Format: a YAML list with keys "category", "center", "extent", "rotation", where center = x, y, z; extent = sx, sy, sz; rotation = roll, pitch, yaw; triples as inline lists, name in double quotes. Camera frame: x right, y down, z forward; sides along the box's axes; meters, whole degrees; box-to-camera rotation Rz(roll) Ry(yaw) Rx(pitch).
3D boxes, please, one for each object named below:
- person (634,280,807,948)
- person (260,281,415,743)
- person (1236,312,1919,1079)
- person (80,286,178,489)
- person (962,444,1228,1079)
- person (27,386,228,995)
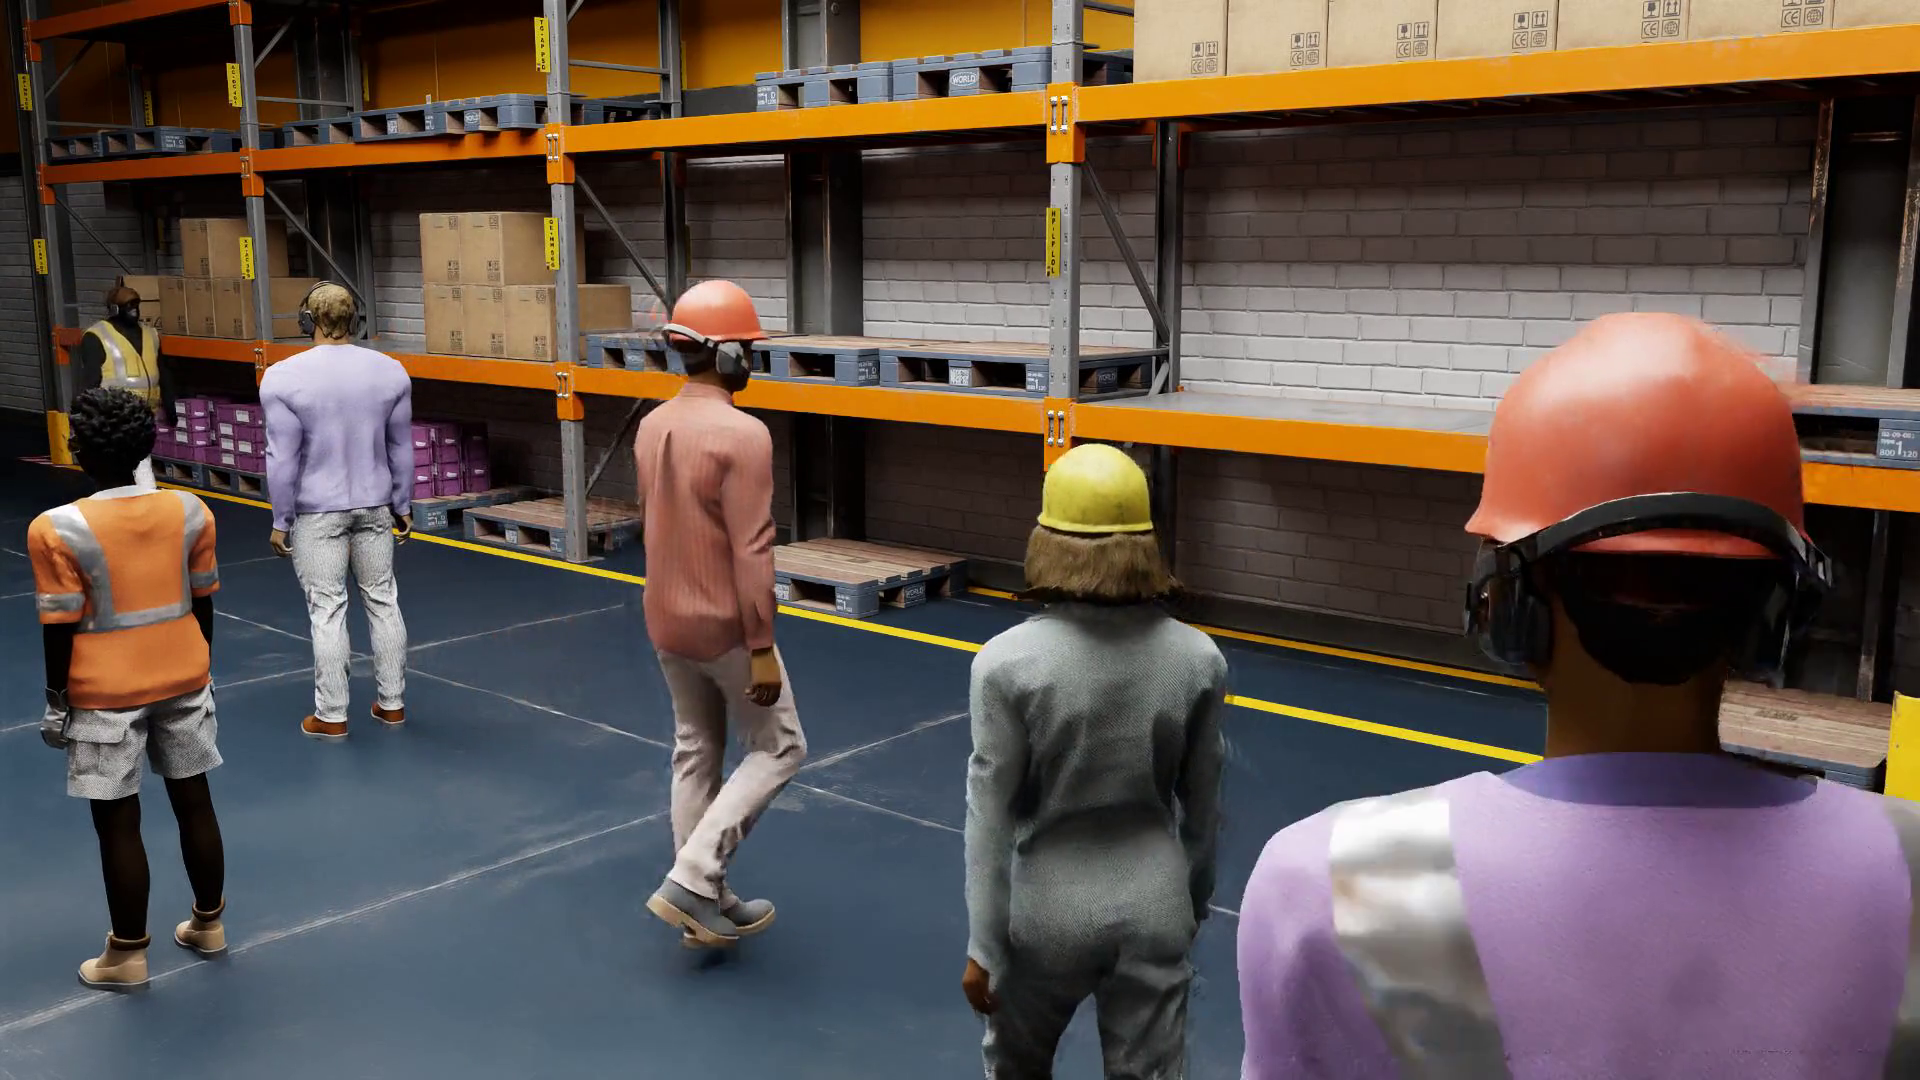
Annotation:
- category: "person"
  center: [-0.707, 0.244, 4.849]
  extent: [0.430, 1.981, 0.643]
  rotation: [-9, 14, -42]
- category: "person"
  center: [-2.608, -0.116, 7.029]
  extent: [0.636, 1.939, 0.362]
  rotation: [-9, 14, -43]
- category: "person"
  center: [0.520, 0.840, 1.335]
  extent: [0.617, 2.025, 0.591]
  rotation: [0, 10, 1]
- category: "person"
  center: [-6.190, -0.988, 12.407]
  extent: [0.950, 1.802, 0.643]
  rotation: [4, 11, 23]
- category: "person"
  center: [0.225, 0.673, 3.129]
  extent: [0.514, 1.717, 0.685]
  rotation: [-2, 10, -13]
- category: "person"
  center: [-2.320, 0.417, 4.675]
  extent: [0.318, 1.700, 0.536]
  rotation: [6, 12, 31]
